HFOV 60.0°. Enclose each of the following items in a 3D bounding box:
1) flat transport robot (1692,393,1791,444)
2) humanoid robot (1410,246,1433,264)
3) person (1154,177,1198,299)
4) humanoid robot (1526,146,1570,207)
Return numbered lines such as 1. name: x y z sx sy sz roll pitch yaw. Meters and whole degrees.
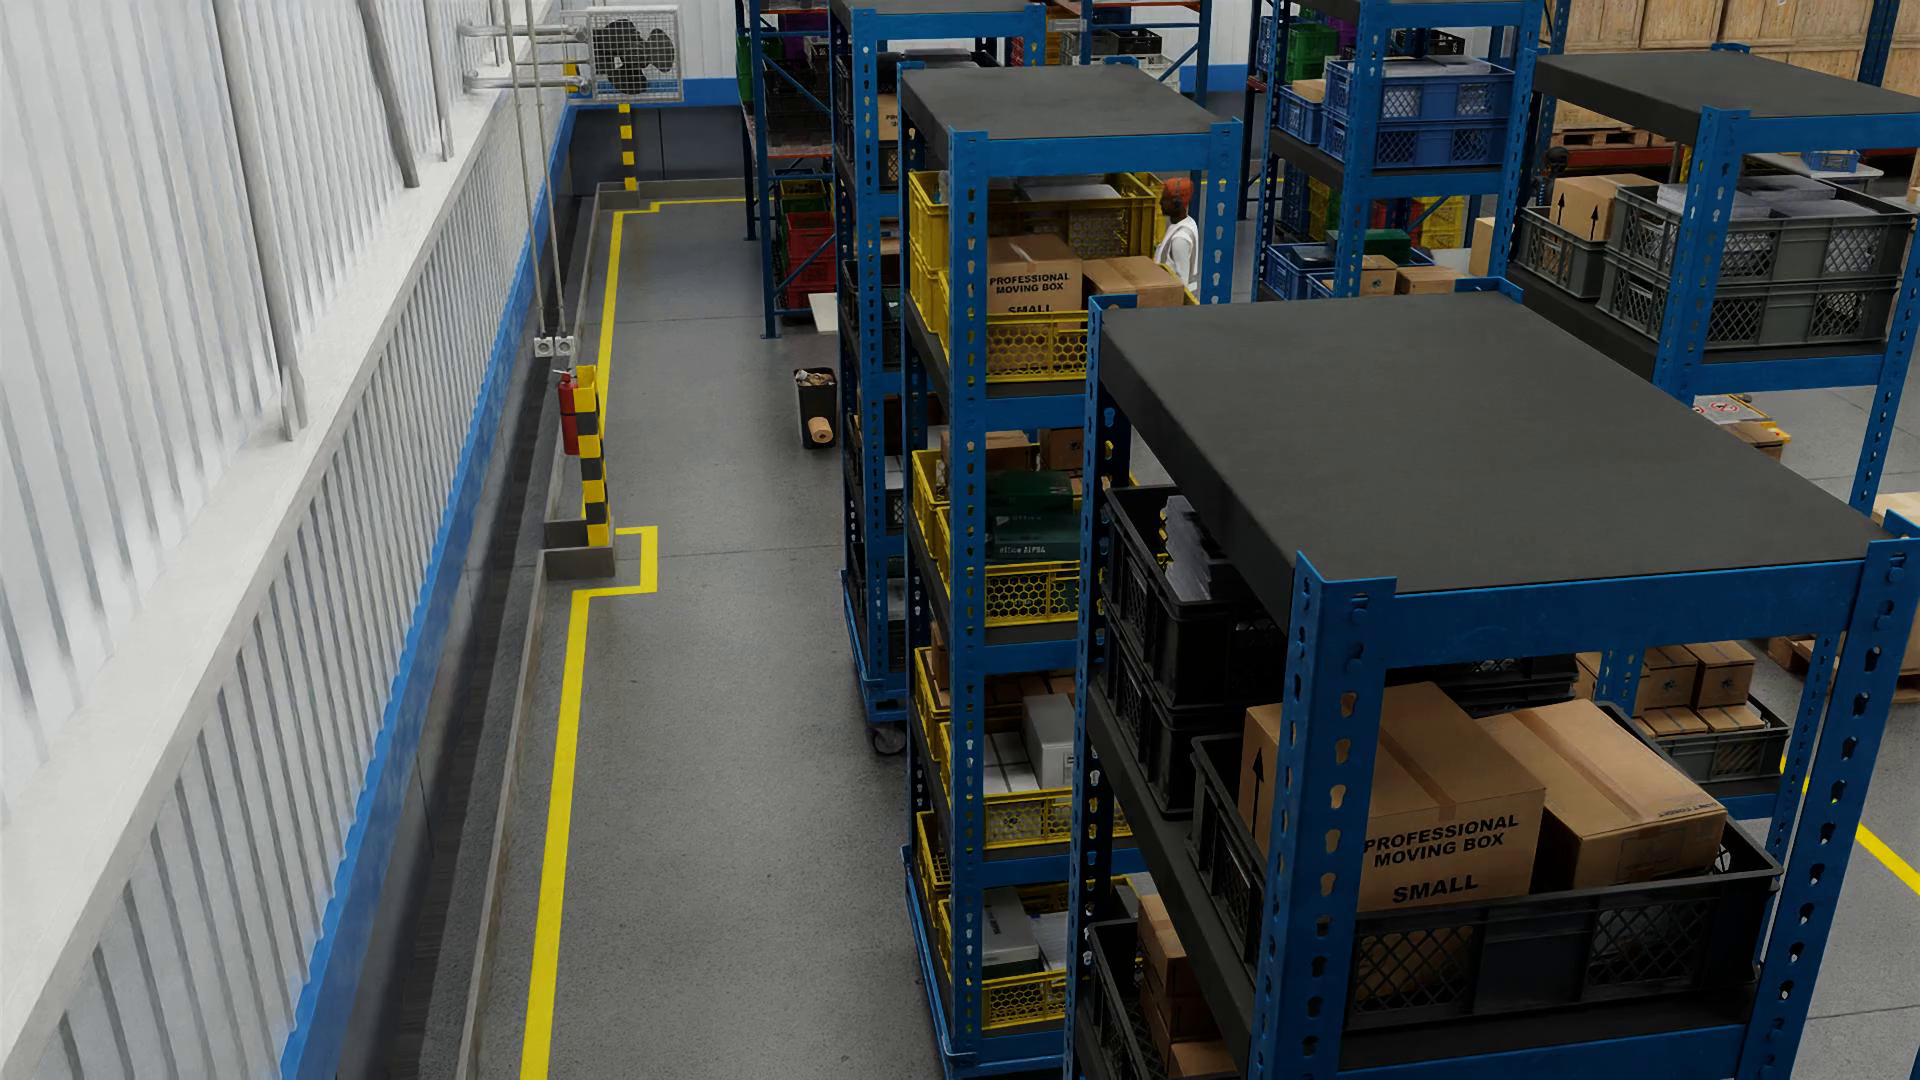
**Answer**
1. flat transport robot: 5.224 -0.859 12.132 1.431 0.197 0.652 -4 25 -8
2. humanoid robot: 2.984 -1.133 11.072 0.574 1.652 0.324 6 25 12
3. person: 1.532 -1.681 12.023 0.356 1.882 0.573 2 25 5
4. humanoid robot: 4.908 -2.472 13.971 0.316 1.657 0.605 -18 30 -34
